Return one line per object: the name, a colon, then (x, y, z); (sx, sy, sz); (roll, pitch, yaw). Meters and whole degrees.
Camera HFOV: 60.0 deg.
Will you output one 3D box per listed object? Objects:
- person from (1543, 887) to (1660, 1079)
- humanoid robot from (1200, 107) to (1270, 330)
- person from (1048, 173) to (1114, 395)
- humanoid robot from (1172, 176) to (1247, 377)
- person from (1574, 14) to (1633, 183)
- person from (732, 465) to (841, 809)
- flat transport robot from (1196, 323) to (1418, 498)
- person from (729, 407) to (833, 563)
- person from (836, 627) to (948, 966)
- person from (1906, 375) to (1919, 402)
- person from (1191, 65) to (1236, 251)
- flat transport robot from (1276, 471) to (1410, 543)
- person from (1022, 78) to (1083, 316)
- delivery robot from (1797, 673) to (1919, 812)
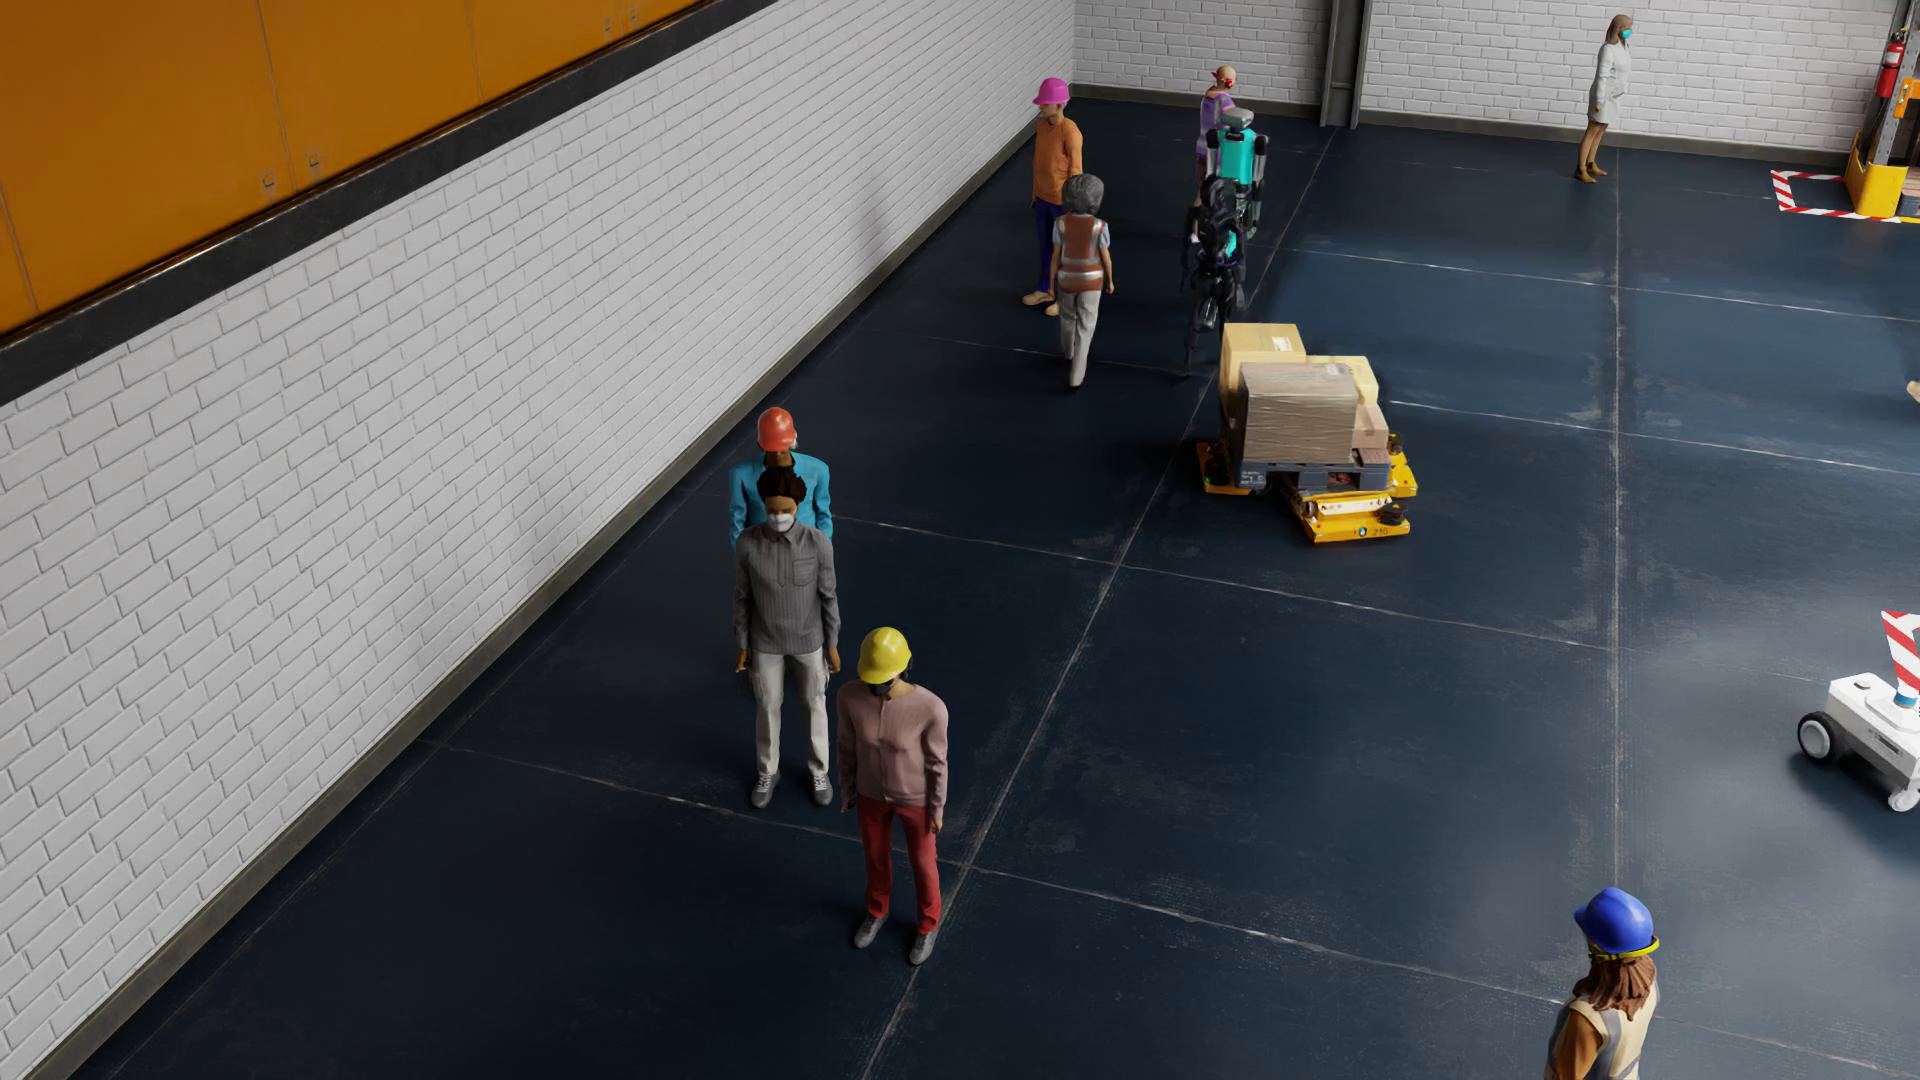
person: (2.171, 1.947, 5.836); (0.471, 1.771, 0.351); (-23, 38, -34)
humanoid robot: (2.134, -2.597, 13.668); (0.530, 1.778, 1.049); (16, 34, 25)
person: (0.943, -1.996, 12.646); (0.463, 1.651, 0.794); (10, 32, 17)
humanoid robot: (1.935, -2.002, 12.692); (0.607, 1.625, 0.746); (26, 39, 37)
person: (6.564, -4.478, 16.866); (0.336, 1.659, 0.495); (23, 38, 34)
person: (-0.852, 0.480, 8.203); (0.529, 1.899, 0.396); (-1, 30, -1)
flat transport robot: (2.391, -0.535, 11.535); (1.431, 0.231, 0.659); (1, 30, 2)
person: (-0.961, 0.076, 9.029); (0.561, 1.751, 0.323); (-6, 31, -11)
person: (-0.296, 1.116, 7.259); (0.516, 1.756, 0.339); (10, 32, 16)
person: (7.455, -1.879, 12.245); (0.538, 1.865, 0.374); (9, 32, 15)
person: (2.322, -3.465, 15.119); (0.345, 1.686, 0.474); (-11, 32, -18)
flat transport robot: (2.481, -0.430, 11.357); (0.659, 0.231, 1.431); (-5, 31, -9)
person: (0.772, -2.836, 13.762); (0.391, 1.981, 0.514); (-21, 36, -31)
delivery robot: (4.817, 1.013, 8.633); (0.519, 0.608, 0.780); (-9, 32, -15)
